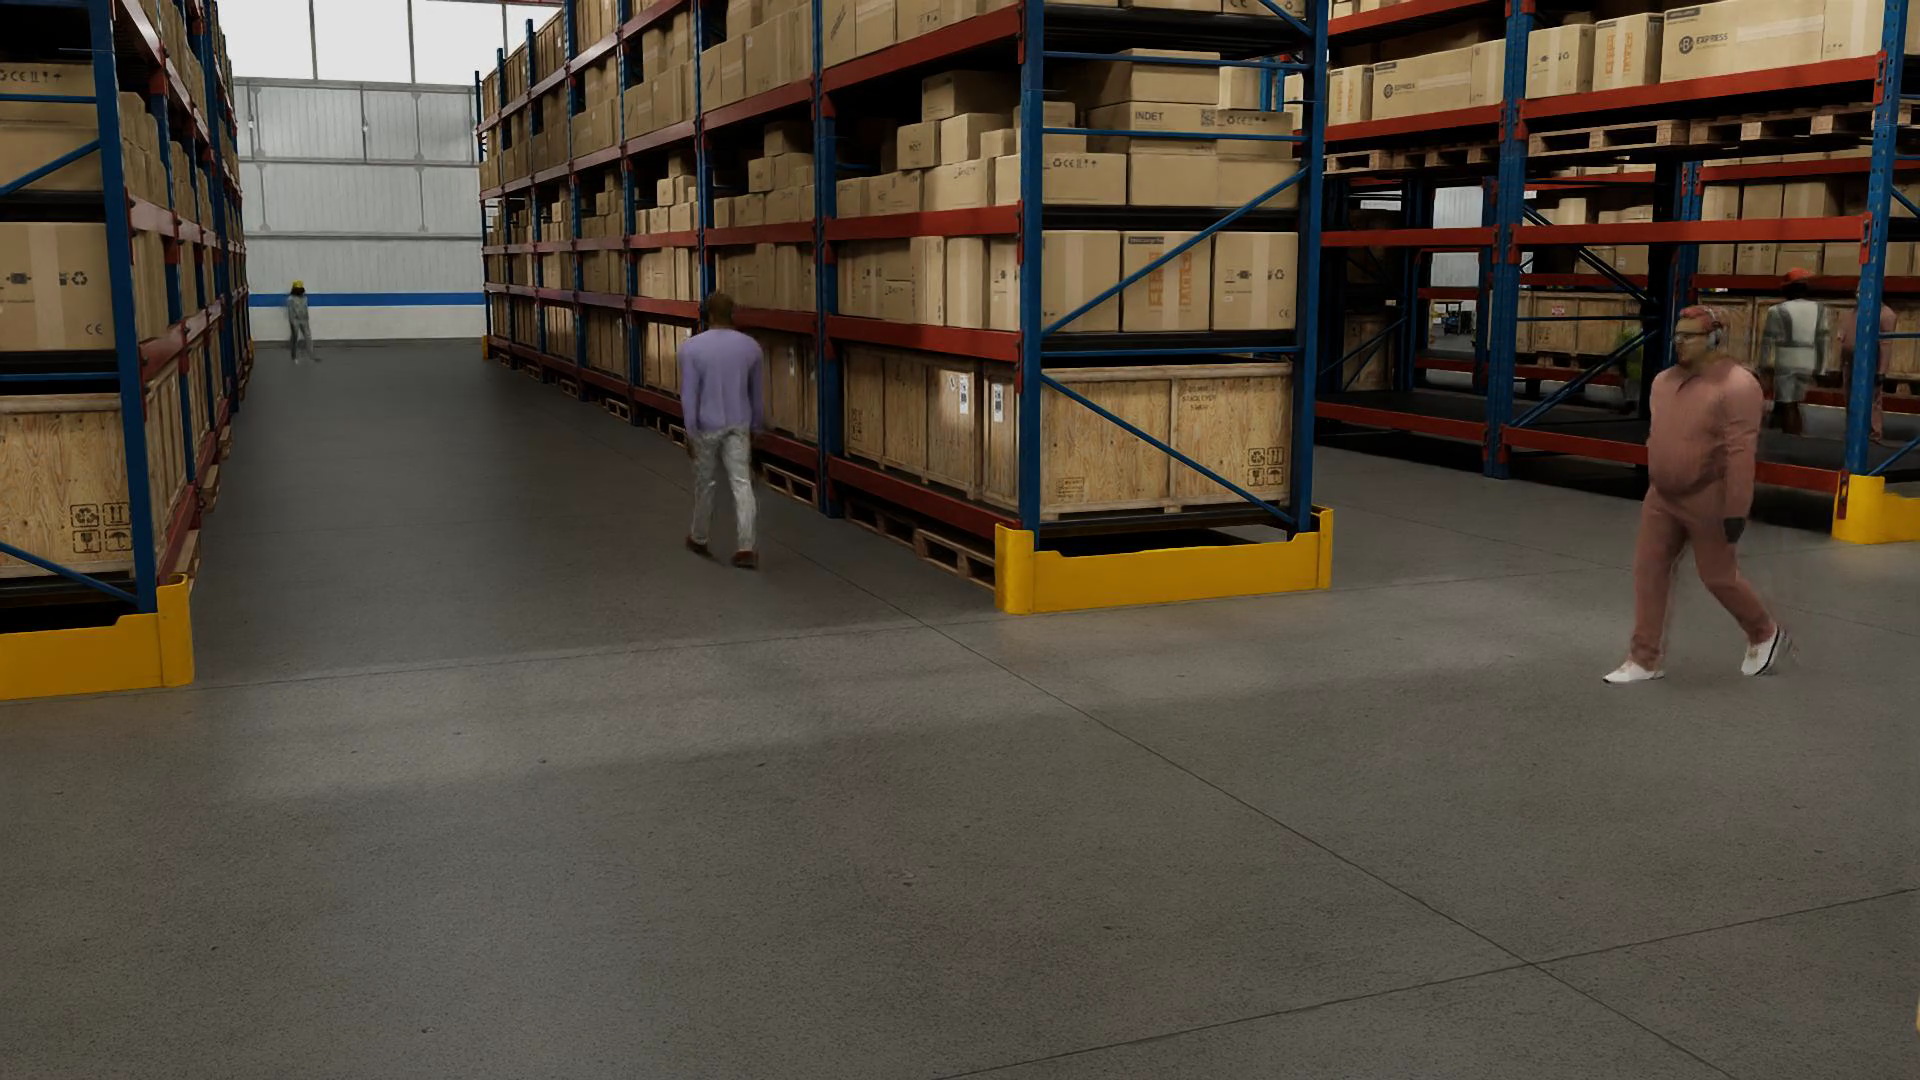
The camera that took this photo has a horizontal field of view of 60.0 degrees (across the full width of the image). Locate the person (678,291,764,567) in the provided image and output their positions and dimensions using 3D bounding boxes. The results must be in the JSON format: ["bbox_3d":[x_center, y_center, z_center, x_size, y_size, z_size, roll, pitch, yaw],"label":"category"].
[{"bbox_3d":[-1.640,-0.769,11.476,0.645,1.887,1.044,-5,11,-28],"label":"person"}]

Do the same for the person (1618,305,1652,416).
[{"bbox_3d":[7.519,-1.823,18.415,0.567,1.669,0.665,-1,9,-3],"label":"person"}]

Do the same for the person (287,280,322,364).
[{"bbox_3d":[-13.432,-4.430,33.907,0.897,1.691,0.510,7,12,35],"label":"person"}]

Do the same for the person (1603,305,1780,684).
[{"bbox_3d":[3.665,-0.217,8.198,0.904,1.876,0.651,-4,10,-24],"label":"person"}]

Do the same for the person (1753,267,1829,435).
[{"bbox_3d":[8.384,-1.731,16.801,0.639,2.011,0.622,-1,10,-6],"label":"person"}]

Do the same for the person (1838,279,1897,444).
[{"bbox_3d":[9.740,-1.859,17.955,0.394,1.899,0.641,-3,10,-15],"label":"person"}]
